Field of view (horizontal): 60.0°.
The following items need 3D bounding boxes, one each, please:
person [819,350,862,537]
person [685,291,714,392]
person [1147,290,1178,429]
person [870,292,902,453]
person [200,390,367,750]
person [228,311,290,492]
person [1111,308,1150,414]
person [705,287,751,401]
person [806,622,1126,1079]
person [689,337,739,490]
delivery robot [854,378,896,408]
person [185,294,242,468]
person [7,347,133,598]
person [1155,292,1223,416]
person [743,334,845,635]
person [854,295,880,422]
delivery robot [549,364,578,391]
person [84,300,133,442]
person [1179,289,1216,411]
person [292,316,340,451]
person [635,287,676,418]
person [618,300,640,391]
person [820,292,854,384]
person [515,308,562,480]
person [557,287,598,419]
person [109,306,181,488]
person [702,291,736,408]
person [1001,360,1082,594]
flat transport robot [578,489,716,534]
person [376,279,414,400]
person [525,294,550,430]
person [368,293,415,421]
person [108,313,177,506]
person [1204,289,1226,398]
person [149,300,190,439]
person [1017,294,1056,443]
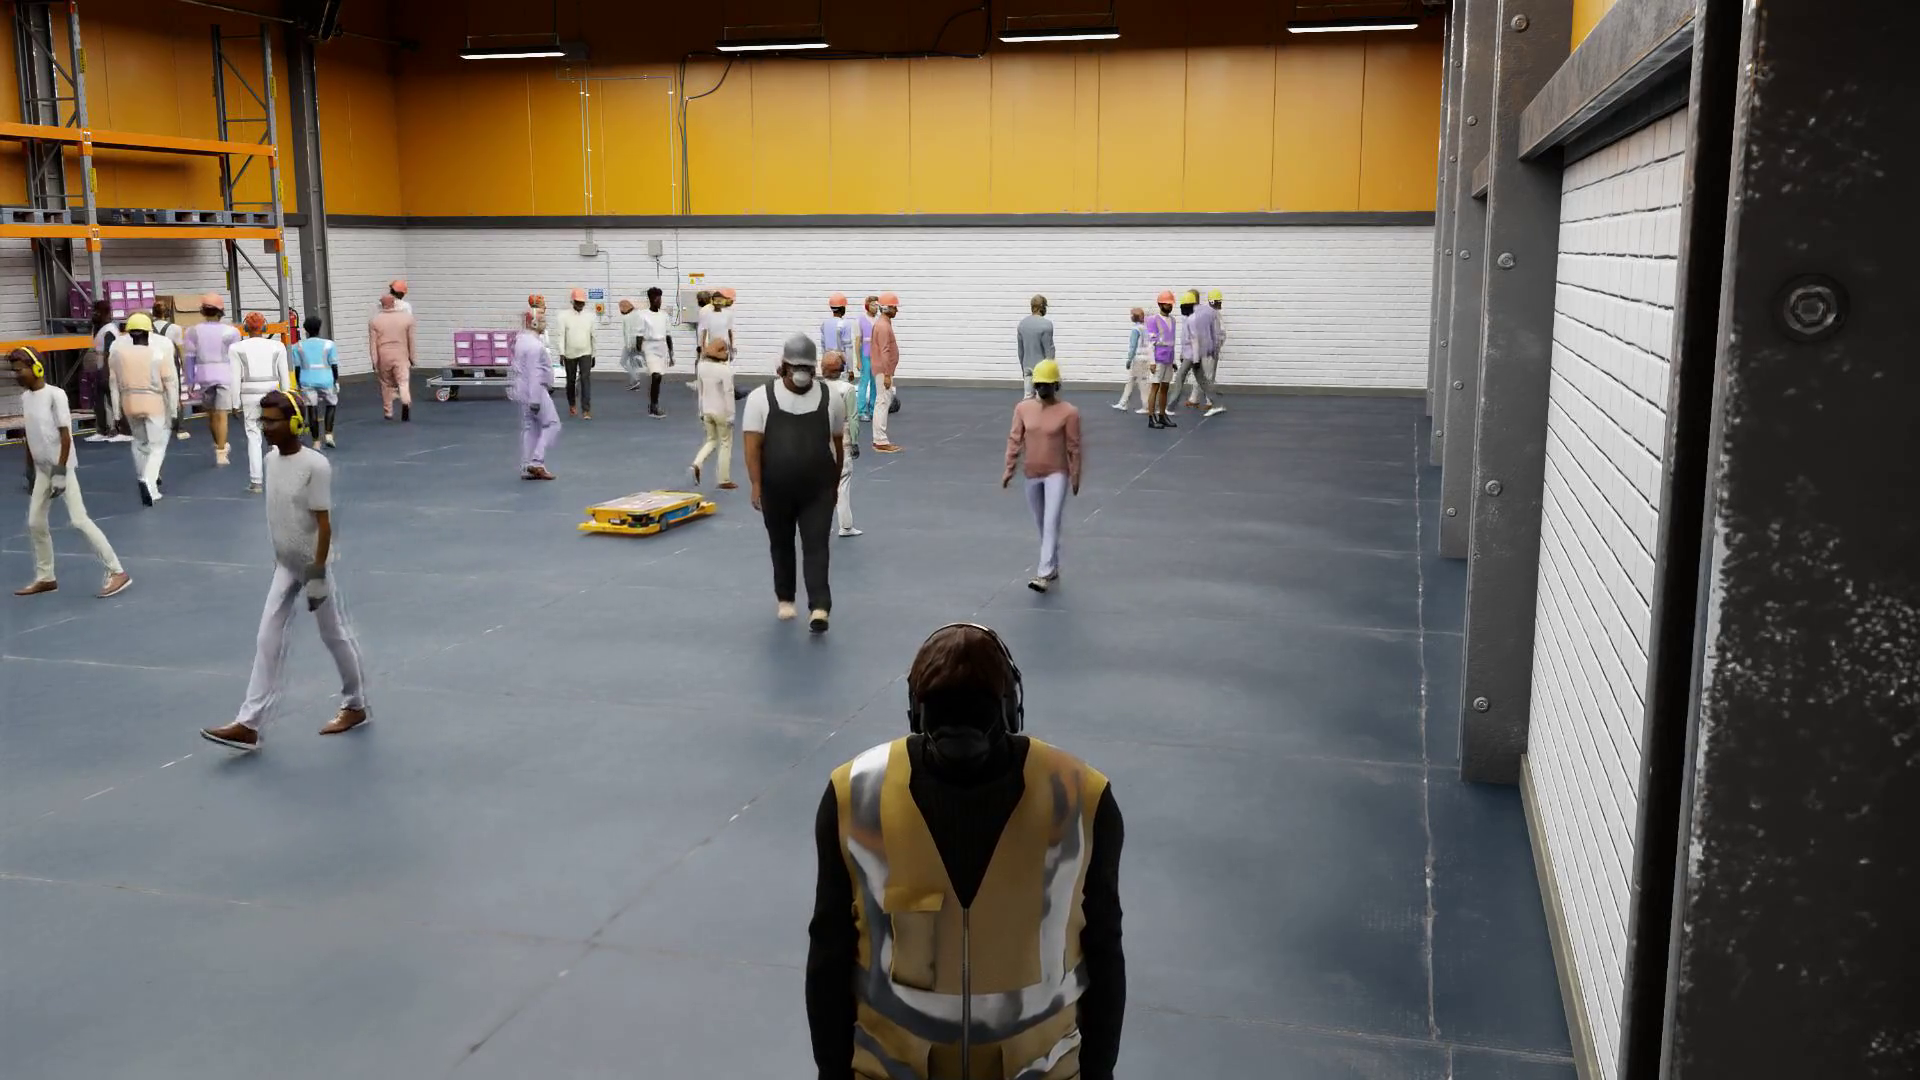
[{"bbox_3d":[-1.106,-0.843,14.648,0.516,1.645,0.308,6,12,31],"label":"person"},{"bbox_3d":[-4.392,-3.413,28.804,0.941,1.786,0.663,4,11,19],"label":"person"},{"bbox_3d":[2.870,-2.538,23.408,0.543,1.940,0.361,-9,14,-42],"label":"person"},{"bbox_3d":[-0.917,-2.087,20.707,0.396,1.990,0.621,-1,10,-7],"label":"person"},{"bbox_3d":[-3.426,0.161,8.443,0.555,1.822,0.941,6,11,29],"label":"person"},{"bbox_3d":[-7.284,-1.438,17.333,0.584,1.882,0.337,-6,12,-32],"label":"person"},{"bbox_3d":[2.612,-2.736,25.433,0.758,1.606,0.541,3,11,18],"label":"person"},{"bbox_3d":[-3.899,-3.232,27.531,0.970,1.866,0.616,3,11,19],"label":"person"},{"bbox_3d":[0.011,1.063,3.296,0.636,1.842,0.429,0,10,1],"label":"person"},{"bbox_3d":[-2.567,-1.308,17.346,0.512,1.614,0.503,8,13,37],"label":"person"},{"bbox_3d":[-1.343,-2.248,25.422,0.707,0.478,0.477,6,12,31],"label":"delivery robot"},{"bbox_3d":[-8.682,-1.879,19.524,0.640,1.992,1.022,-1,10,-8],"label":"person"},{"bbox_3d":[-6.553,-0.486,12.120,0.755,1.834,0.531,5,11,27],"label":"person"},{"bbox_3d":[3.508,-2.786,25.029,1.005,1.881,0.590,2,10,12],"label":"person"},{"bbox_3d":[-1.093,-0.410,11.073,0.683,2.000,1.049,-1,10,-7],"label":"person"},{"bbox_3d":[-1.319,-2.658,24.360,0.373,1.840,0.570,10,14,43],"label":"person"},{"bbox_3d":[-6.853,-2.743,28.224,0.707,0.478,0.477,0,10,1],"label":"delivery robot"},{"bbox_3d":[-11.100,-2.177,21.578,0.687,1.859,0.662,10,14,43],"label":"person"},{"bbox_3d":[3.671,-2.953,25.884,0.819,1.892,0.661,9,14,42],"label":"person"},{"bbox_3d":[-8.048,-1.960,20.829,0.552,1.682,0.435,-2,10,-14],"label":"person"},{"bbox_3d":[-4.450,-2.768,24.672,0.657,1.947,0.634,7,12,35],"label":"person"},{"bbox_3d":[-5.837,-3.431,29.420,0.380,1.590,0.529,1,10,6],"label":"person"},{"bbox_3d":[-1.608,-2.317,22.148,0.548,1.942,0.347,9,13,41],"label":"person"},{"bbox_3d":[-4.595,-1.579,18.132,0.434,1.892,0.646,-5,11,-26],"label":"person"},{"bbox_3d":[-5.715,-2.797,24.831,0.606,1.959,0.890,-3,11,-18],"label":"person"},{"bbox_3d":[-8.593,-1.489,17.524,0.699,1.922,0.490,-2,10,-12],"label":"person"},{"bbox_3d":[-3.776,-2.954,26.027,0.544,1.851,0.597,-3,10,-16],"label":"person"},{"bbox_3d":[0.608,-0.473,12.352,0.543,1.720,0.917,5,11,26],"label":"person"},{"bbox_3d":[-2.857,-0.268,15.279,0.652,0.197,1.431,3,11,18],"label":"flat transport robot"},{"bbox_3d":[-9.404,-3.335,27.727,0.632,2.005,0.454,0,10,2],"label":"person"},{"bbox_3d":[-5.890,-2.482,23.258,0.356,1.882,0.574,-2,10,-11],"label":"person"},{"bbox_3d":[-8.297,-2.669,24.338,0.648,1.882,0.863,-4,11,-24],"label":"person"},{"bbox_3d":[-8.066,-1.282,16.422,0.596,1.904,0.811,-2,10,-9],"label":"person"},{"bbox_3d":[4.282,-3.306,28.059,0.404,1.831,0.600,3,11,19],"label":"person"},{"bbox_3d":[-10.512,-2.243,22.003,0.518,1.844,0.332,-2,10,-13],"label":"person"},{"bbox_3d":[1.004,-2.196,21.476,0.373,1.940,0.628,-8,13,-40],"label":"person"}]
